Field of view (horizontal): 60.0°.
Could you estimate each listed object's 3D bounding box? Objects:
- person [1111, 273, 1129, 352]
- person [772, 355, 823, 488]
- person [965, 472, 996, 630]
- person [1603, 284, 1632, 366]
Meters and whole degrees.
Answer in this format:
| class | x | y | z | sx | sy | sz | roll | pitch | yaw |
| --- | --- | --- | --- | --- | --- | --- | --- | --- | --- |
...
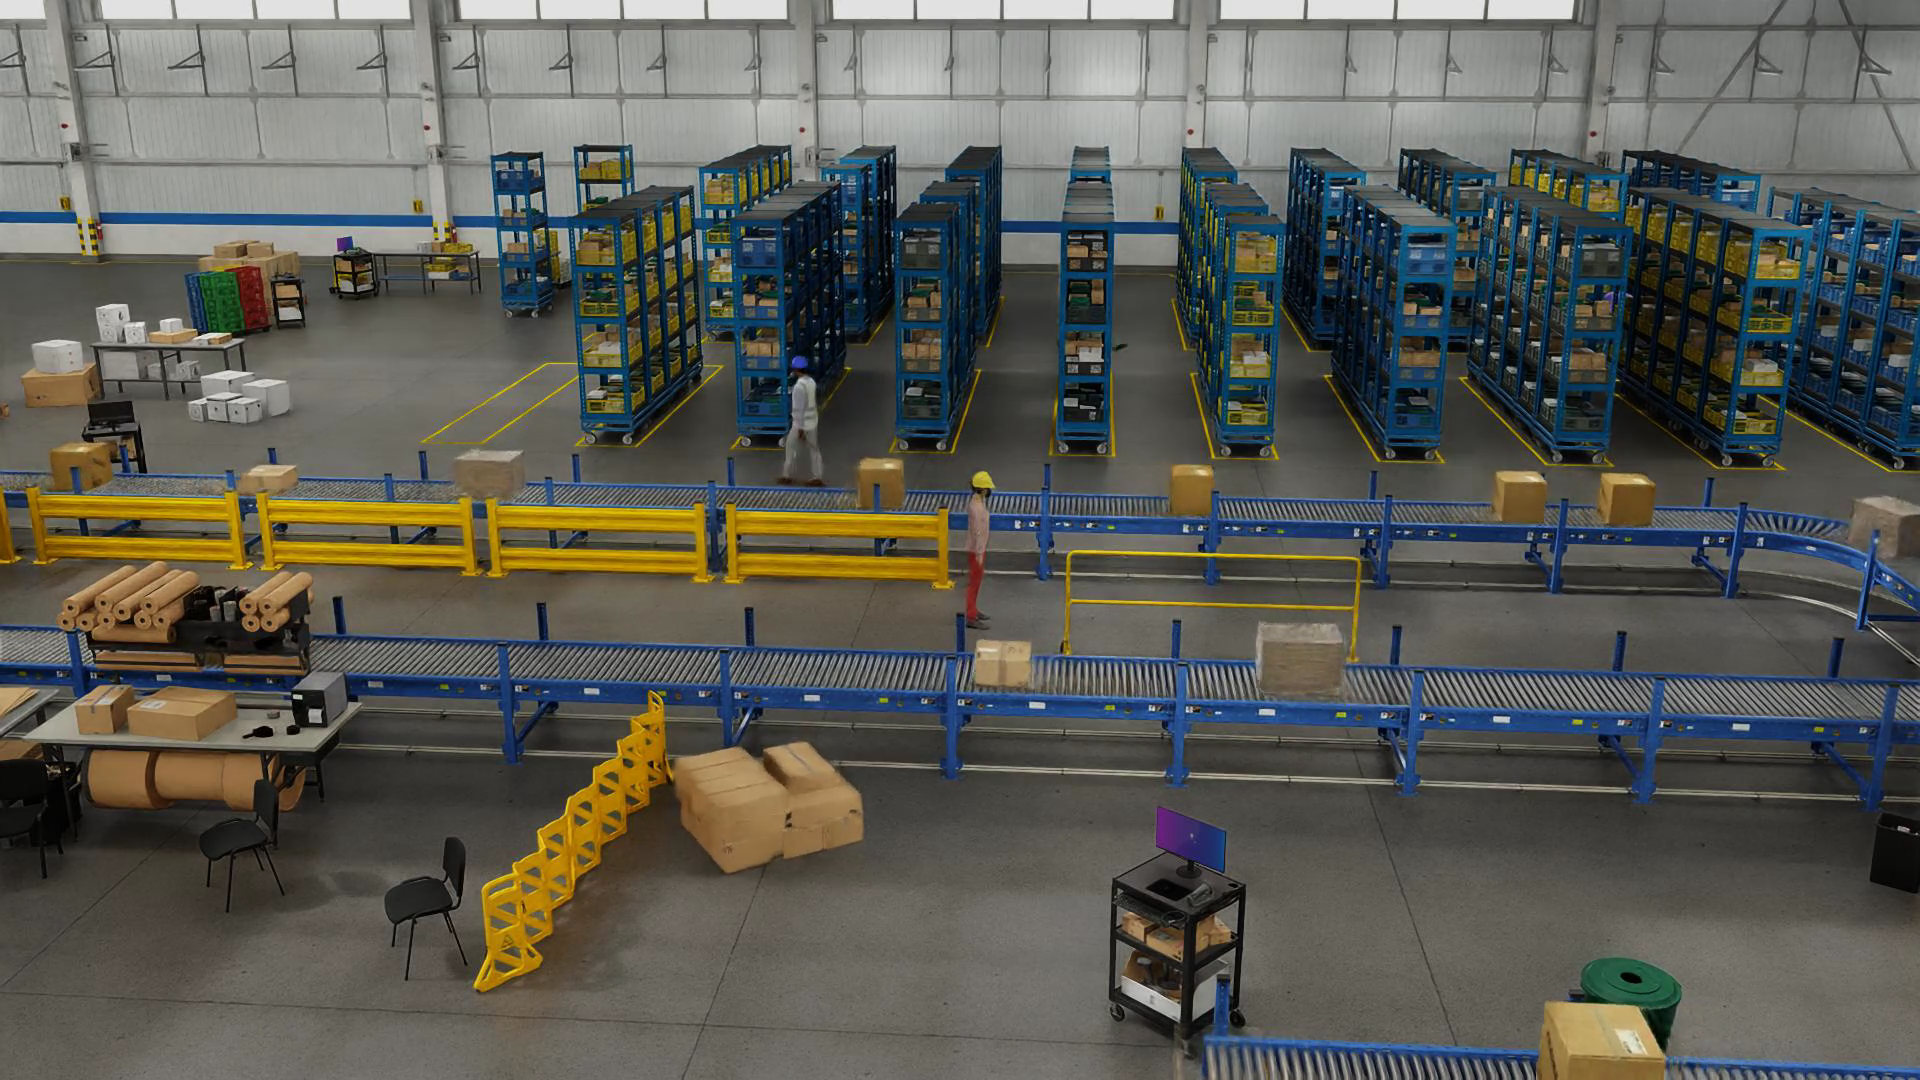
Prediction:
| class | x | y | z | sx | sy | sz | roll | pitch | yaw |
| --- | --- | --- | --- | --- | --- | --- | --- | --- | --- |
| person | 2.953 | -4.601 | 33.226 | 0.924 | 1.781 | 0.624 | 0 | 17 | -1 |
| person | -2.337 | -1.695 | 23.798 | 0.879 | 1.910 | 0.634 | 7 | 19 | 22 |
| person | 0.224 | 0.100 | 18.356 | 0.330 | 1.765 | 0.533 | 1 | 18 | 2 |
| person | 12.379 | -4.041 | 31.363 | 0.386 | 1.843 | 0.565 | -13 | 22 | -36 |
